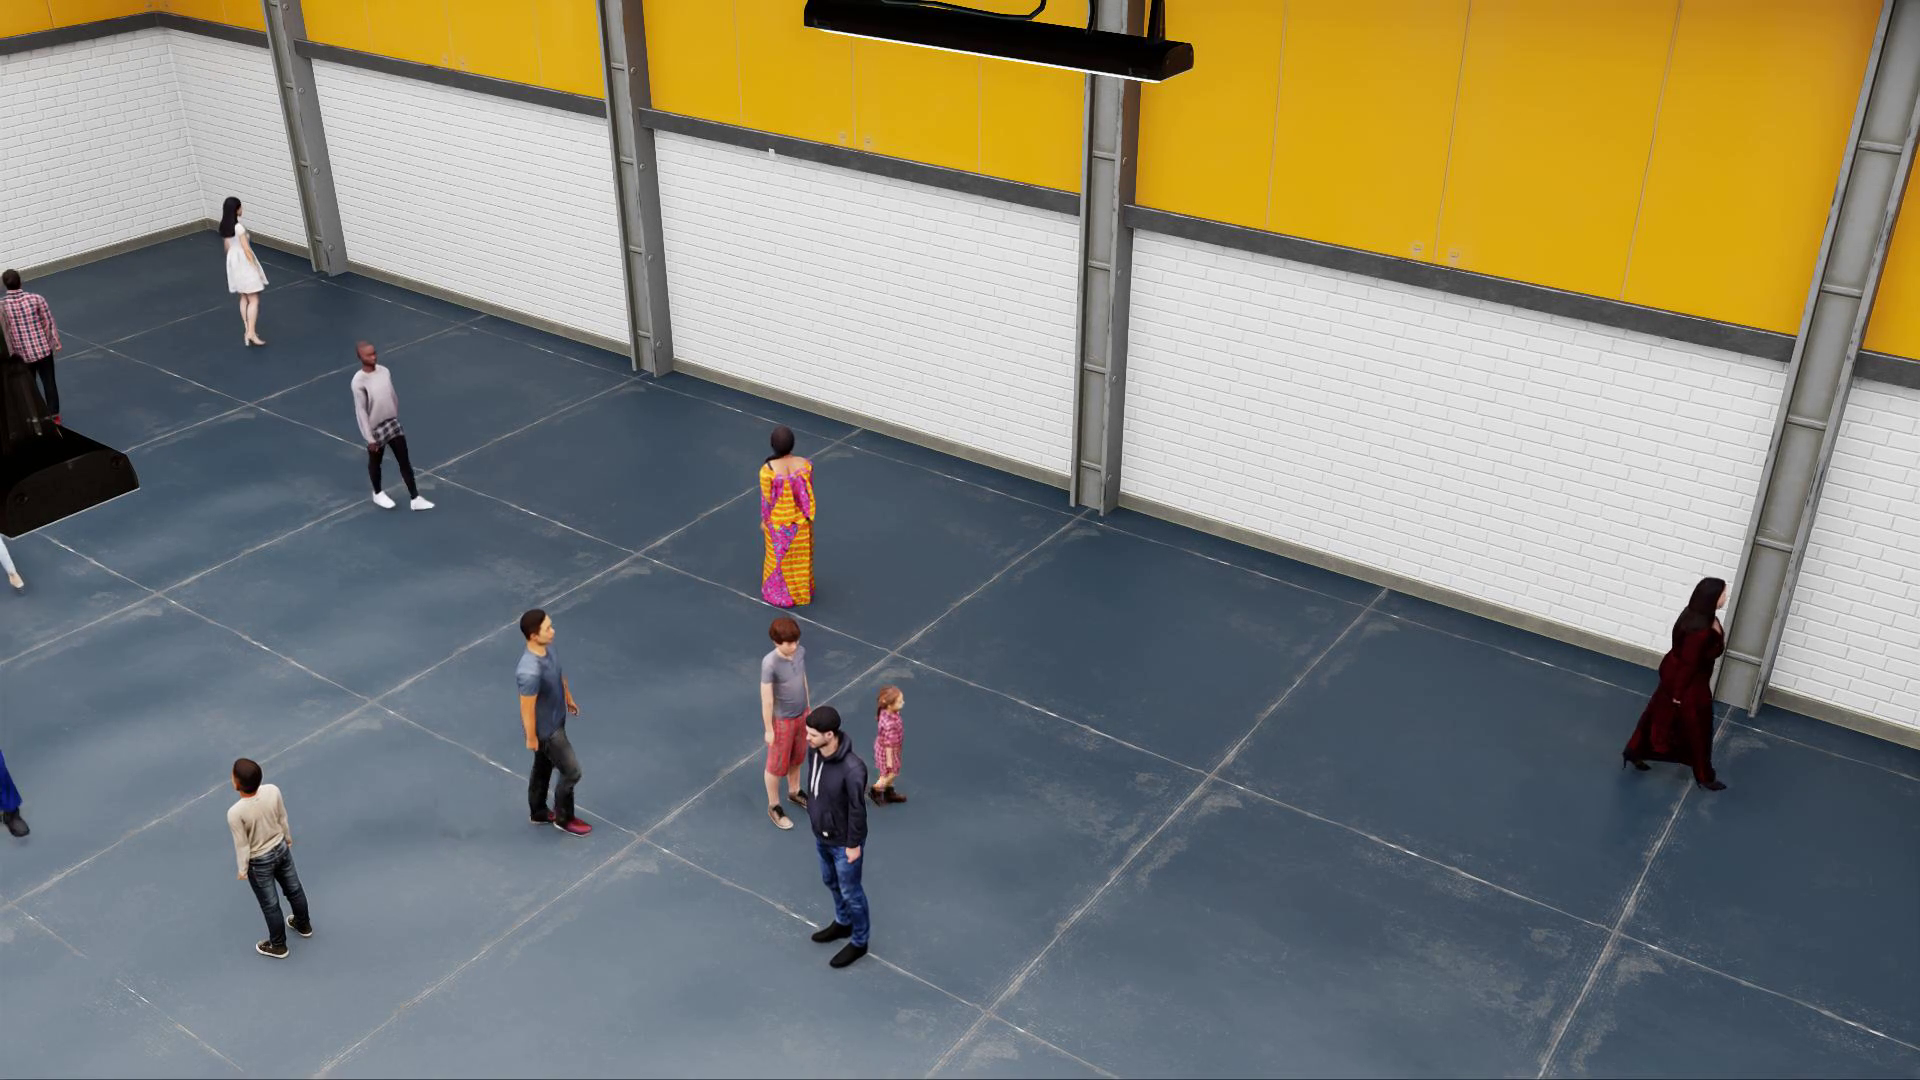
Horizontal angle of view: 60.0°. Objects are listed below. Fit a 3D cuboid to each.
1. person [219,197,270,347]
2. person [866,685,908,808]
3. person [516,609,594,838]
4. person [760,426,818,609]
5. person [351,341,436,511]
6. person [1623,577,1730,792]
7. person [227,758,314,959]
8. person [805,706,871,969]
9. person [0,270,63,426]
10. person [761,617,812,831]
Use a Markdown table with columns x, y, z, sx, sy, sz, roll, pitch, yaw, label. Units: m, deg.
| x | y | z | sx | sy | sz | roll | pitch | yaw | label |
| --- | --- | --- | --- | --- | --- | --- | --- | --- | --- |
| -8.547 | -3.195 | 19.816 | 0.621 | 1.761 | 0.771 | 17 | 33 | 28 | person |
| -0.557 | 1.487 | 12.008 | 0.606 | 1.017 | 0.542 | -1 | 29 | -2 | person |
| -2.976 | 1.270 | 11.594 | 0.883 | 1.795 | 0.825 | -1 | 29 | -3 | person |
| -1.512 | -0.226 | 14.462 | 0.789 | 1.676 | 0.818 | -14 | 31 | -23 | person |
| -5.637 | -1.098 | 15.984 | 0.967 | 1.747 | 0.671 | 17 | 33 | 28 | person |
| 5.171 | 1.029 | 12.112 | 1.048 | 1.722 | 0.850 | 8 | 30 | 15 | person |
| -4.414 | 2.007 | 10.589 | 0.527 | 1.464 | 0.577 | 14 | 32 | 24 | person |
| -0.747 | 1.825 | 10.483 | 0.801 | 1.885 | 0.644 | -21 | 35 | -33 | person |
| -9.842 | -2.010 | 17.654 | 0.794 | 1.751 | 0.793 | -14 | 32 | -25 | person |
| -1.228 | 1.251 | 11.782 | 0.535 | 1.648 | 0.614 | 22 | 36 | 35 | person |
